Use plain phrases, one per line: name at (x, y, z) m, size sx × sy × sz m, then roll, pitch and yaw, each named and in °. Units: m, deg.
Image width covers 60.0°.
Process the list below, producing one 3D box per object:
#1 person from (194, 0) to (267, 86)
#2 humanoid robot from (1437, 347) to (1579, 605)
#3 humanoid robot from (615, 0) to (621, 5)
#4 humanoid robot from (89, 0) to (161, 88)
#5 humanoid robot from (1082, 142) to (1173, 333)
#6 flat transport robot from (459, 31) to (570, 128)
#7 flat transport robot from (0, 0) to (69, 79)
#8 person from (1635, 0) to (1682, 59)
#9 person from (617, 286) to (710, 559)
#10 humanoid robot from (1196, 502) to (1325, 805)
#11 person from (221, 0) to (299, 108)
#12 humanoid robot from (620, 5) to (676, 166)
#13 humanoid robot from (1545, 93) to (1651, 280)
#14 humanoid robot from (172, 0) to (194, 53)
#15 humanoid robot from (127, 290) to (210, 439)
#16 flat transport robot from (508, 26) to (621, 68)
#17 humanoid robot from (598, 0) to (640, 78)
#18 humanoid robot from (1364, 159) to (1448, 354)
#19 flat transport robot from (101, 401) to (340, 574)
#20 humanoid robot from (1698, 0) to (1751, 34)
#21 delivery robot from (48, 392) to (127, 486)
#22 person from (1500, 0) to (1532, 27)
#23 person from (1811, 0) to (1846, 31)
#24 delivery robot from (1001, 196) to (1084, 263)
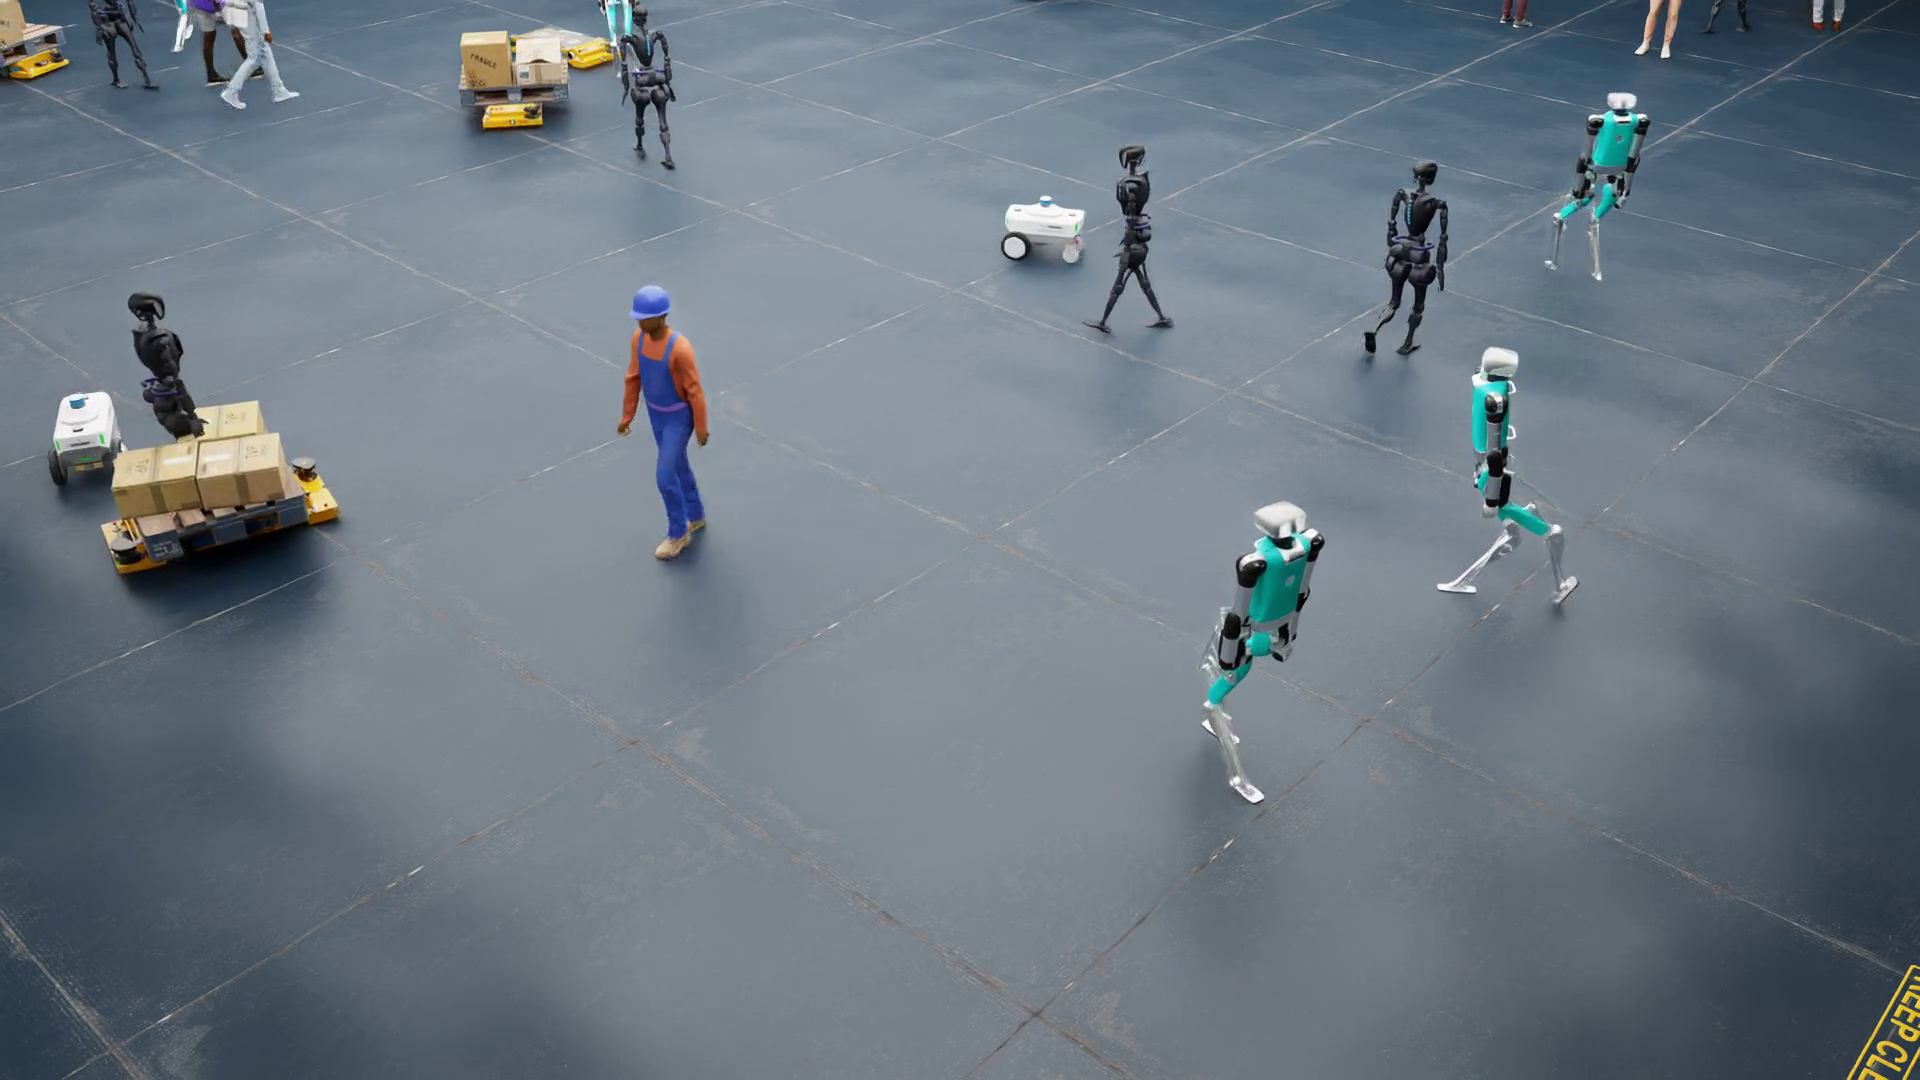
person at (-8.885, -6.488, 20.039) m, size 0.604 × 1.923 × 0.887 m, roll 25°, pitch 40°, yaw 34°
humanoid robot at (3.585, -0.356, 10.354) m, size 0.988 × 1.758 × 0.546 m, roll 4°, pitch 32°, yaw 6°
humanoid robot at (-4.915, -8.255, 23.097) m, size 0.783 × 1.809 × 0.537 m, roll 10°, pitch 33°, yaw 16°
humanoid robot at (-10.037, -6.167, 19.778) m, size 0.729 × 1.622 × 0.589 m, roll 19°, pitch 36°, yaw 27°
humanoid robot at (1.454, -2.525, 13.929) m, size 0.772 × 1.625 × 0.585 m, roll 3°, pitch 32°, yaw 5°
flat transport robot at (-5.160, -5.128, 19.411) m, size 0.659 × 0.231 × 1.431 m, roll -6°, pitch 32°, yaw -10°
flat transport robot at (-12.002, -5.997, 20.811) m, size 1.431 × 0.231 × 0.659 m, roll 9°, pitch 33°, yaw 14°
person at (8.962, -7.039, 20.969) m, size 0.529 × 1.870 × 0.365 m, roll 16°, pitch 35°, yaw 24°
person at (-1.961, -0.776, 10.879) m, size 0.534 × 1.882 × 0.705 m, roll 25°, pitch 40°, yaw 34°
humanoid robot at (1.492, 0.503, 8.969) m, size 0.535 × 1.782 × 0.878 m, roll -20°, pitch 37°, yaw -28°
person at (-8.277, -5.944, 19.220) m, size 0.608 × 1.867 × 0.885 m, roll 24°, pitch 39°, yaw 33°
humanoid robot at (-3.312, -4.811, 17.596) m, size 0.590 × 1.621 × 0.754 m, roll -18°, pitch 36°, yaw -27°
humanoid robot at (5.695, -3.208, 14.965) m, size 0.533 × 1.797 × 0.814 m, roll -1°, pitch 32°, yaw -1°
humanoid robot at (-10.190, -7.260, 21.505) m, size 0.530 × 1.771 × 1.024 m, roll 0°, pitch 32°, yaw -1°
humanoid robot at (-5.351, -0.919, 11.301) m, size 0.374 × 1.646 × 0.601 m, roll -24°, pitch 39°, yaw -34°
flat transport robot at (-5.103, -6.322, 21.334) m, size 1.431 × 0.231 × 0.659 m, roll 20°, pitch 37°, yaw 29°
humanoid robot at (-4.155, -6.505, 20.216) m, size 0.531 × 1.773 × 0.689 m, roll -3°, pitch 32°, yaw -5°
humanoid robot at (3.632, -2.265, 13.468) m, size 0.513 × 1.639 × 0.591 m, roll -25°, pitch 40°, yaw -34°
flat transport robot at (-5.088, -0.175, 11.436) m, size 1.431 × 0.231 × 0.659 m, roll -19°, pitch 36°, yaw -27°
humanoid robot at (10.286, -7.497, 21.951) m, size 0.788 × 1.644 × 0.595 m, roll -14°, pitch 34°, yaw -21°
delivery robot at (-6.371, -0.779, 12.130) m, size 0.499 × 0.587 × 0.791 m, roll -11°, pitch 33°, yaw -17°
person at (7.599, -7.826, 22.302) m, size 0.380 × 1.805 × 0.552 m, roll -16°, pitch 35°, yaw -24°
person at (11.685, -7.699, 22.090) m, size 0.599 × 1.814 × 0.467 m, roll 6°, pitch 32°, yaw 9°
delivery robot at (0.785, -2.932, 15.582) m, size 0.756 × 0.571 × 0.499 m, roll 7°, pitch 33°, yaw 11°
